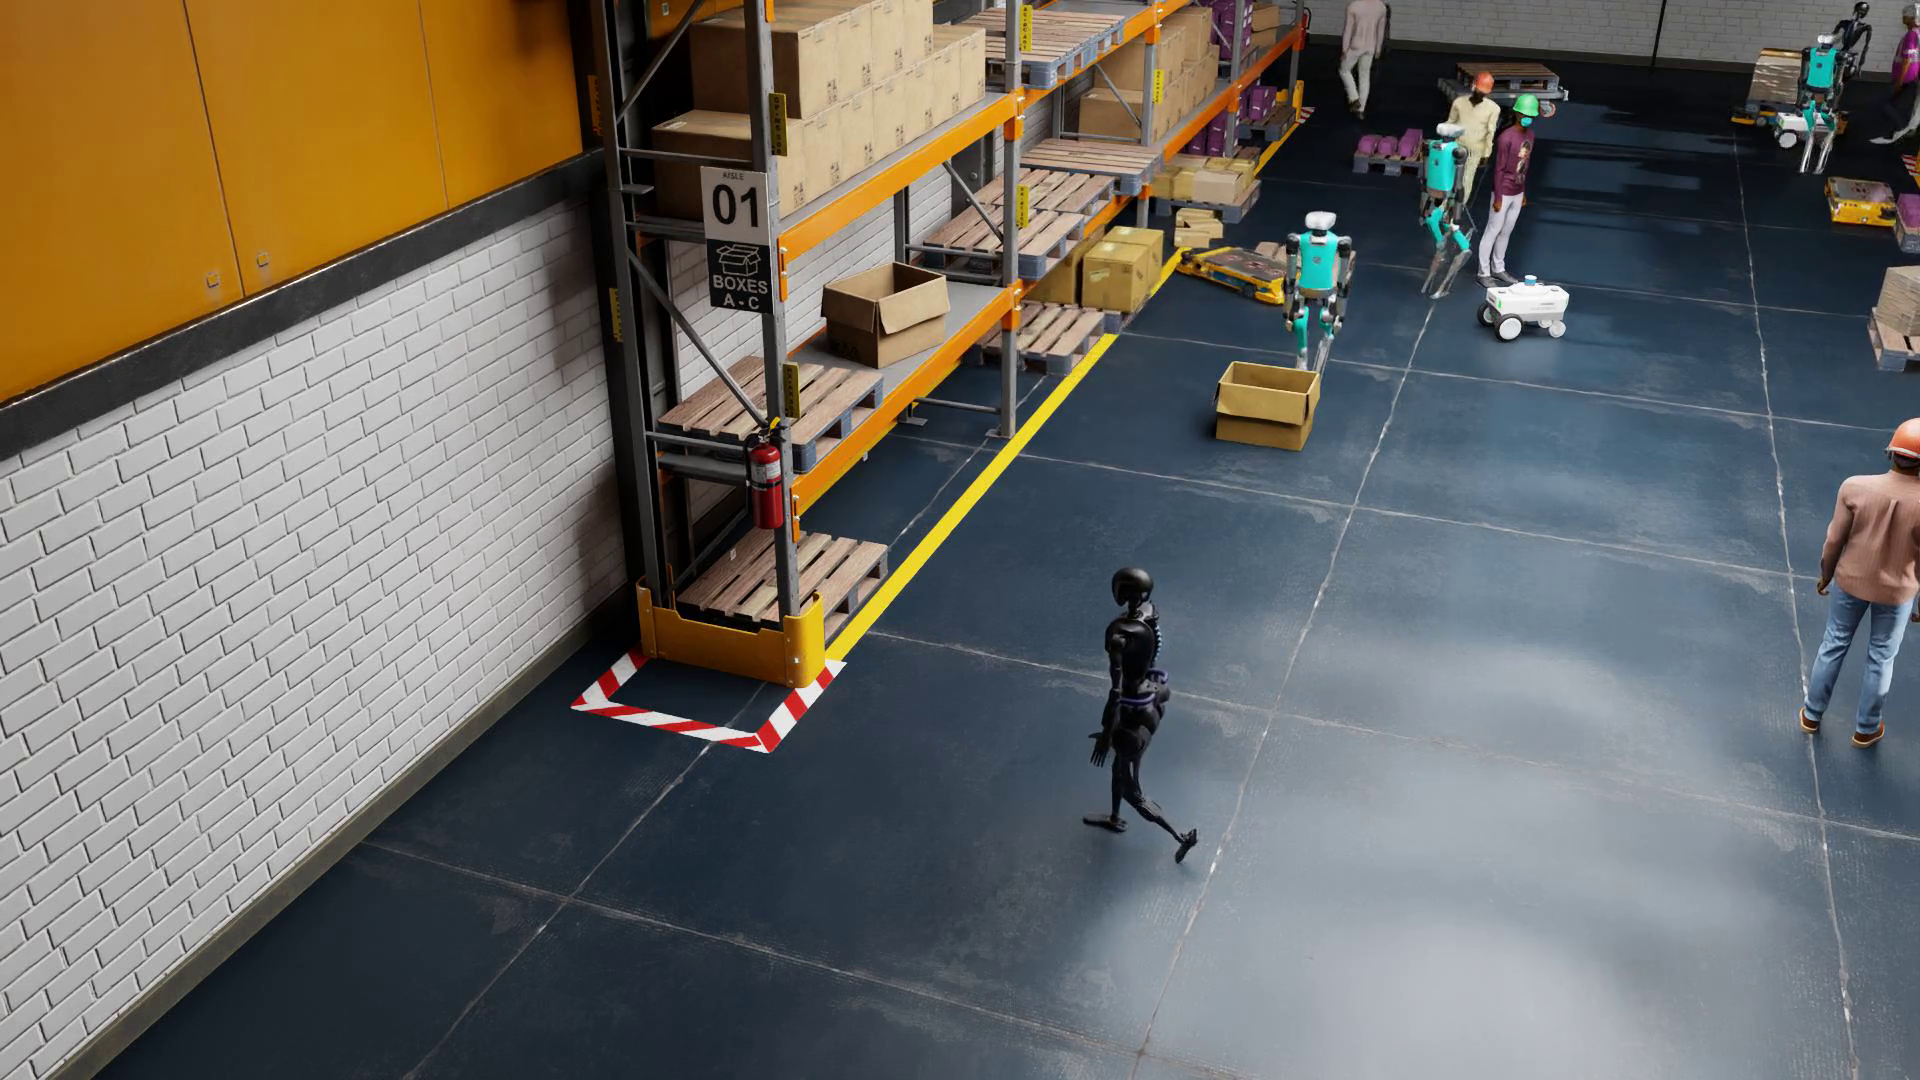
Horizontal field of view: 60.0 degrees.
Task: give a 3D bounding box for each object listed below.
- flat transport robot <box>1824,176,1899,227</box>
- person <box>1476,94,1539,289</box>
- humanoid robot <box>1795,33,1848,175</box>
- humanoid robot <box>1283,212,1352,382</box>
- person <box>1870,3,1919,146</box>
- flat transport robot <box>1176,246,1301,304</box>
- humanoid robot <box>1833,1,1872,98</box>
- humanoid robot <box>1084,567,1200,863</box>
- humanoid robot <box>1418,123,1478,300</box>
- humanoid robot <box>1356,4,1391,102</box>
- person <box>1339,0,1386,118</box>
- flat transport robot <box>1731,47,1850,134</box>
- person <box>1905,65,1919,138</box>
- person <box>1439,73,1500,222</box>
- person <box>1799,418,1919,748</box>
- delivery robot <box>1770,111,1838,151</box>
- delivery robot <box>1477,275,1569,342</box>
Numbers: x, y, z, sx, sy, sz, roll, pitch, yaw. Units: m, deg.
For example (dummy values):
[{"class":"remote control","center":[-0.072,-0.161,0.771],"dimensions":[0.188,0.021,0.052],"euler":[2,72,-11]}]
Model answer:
[{"class":"flat transport robot","center":[10.515,-3.956,19.423],"dimensions":[0.659,0.231,1.431],"euler":[10,29,19]},{"class":"person","center":[5.519,-3.514,16.738],"dimensions":[0.489,1.949,0.424],"euler":[-18,32,-31]},{"class":"humanoid robot","center":[10.700,-5.413,20.623],"dimensions":[0.769,1.753,0.533],"euler":[-22,35,-36]},{"class":"humanoid robot","center":[2.976,-1.936,13.941],"dimensions":[0.538,1.795,0.806],"euler":[7,28,14]},{"class":"person","center":[12.399,-6.098,21.875],"dimensions":[0.455,1.826,0.551],"euler":[21,34,35]},{"class":"flat transport robot","center":[2.952,-2.734,17.055],"dimensions":[0.659,0.231,1.431],"euler":[-20,33,-33]},{"class":"humanoid robot","center":[12.230,-6.609,23.041],"dimensions":[0.403,1.637,0.609],"euler":[-18,33,-32]},{"class":"humanoid robot","center":[0.970,0.887,8.524],"dimensions":[0.697,1.633,0.589],"euler":[13,30,24]},{"class":"humanoid robot","center":[4.857,-3.215,16.427],"dimensions":[0.659,1.843,0.543],"euler":[-16,31,-28]},{"class":"humanoid robot","center":[5.981,-7.241,24.247],"dimensions":[0.611,1.650,0.337],"euler":[-2,27,-4]},{"class":"person","center":[5.615,-6.908,23.345],"dimensions":[0.658,1.919,0.469],"euler":[-8,28,-16]},{"class":"flat transport robot","center":[11.567,-5.888,23.172],"dimensions":[1.431,0.231,0.659],"euler":[15,31,27]},{"class":"person","center":[13.126,-6.293,22.243],"dimensions":[0.625,1.842,0.429],"euler":[12,29,21]},{"class":"person","center":[5.709,-4.399,18.700],"dimensions":[0.591,1.719,0.446],"euler":[14,30,25]},{"class":"person","center":[5.173,0.247,9.389],"dimensions":[0.609,1.995,0.376],"euler":[19,33,32]},{"class":"delivery robot","center":[11.189,-5.465,22.012],"dimensions":[0.747,0.570,0.499],"euler":[7,28,12]},{"class":"delivery robot","center":[5.328,-2.198,15.697],"dimensions":[0.782,0.589,0.499],"euler":[-3,27,-5]}]
